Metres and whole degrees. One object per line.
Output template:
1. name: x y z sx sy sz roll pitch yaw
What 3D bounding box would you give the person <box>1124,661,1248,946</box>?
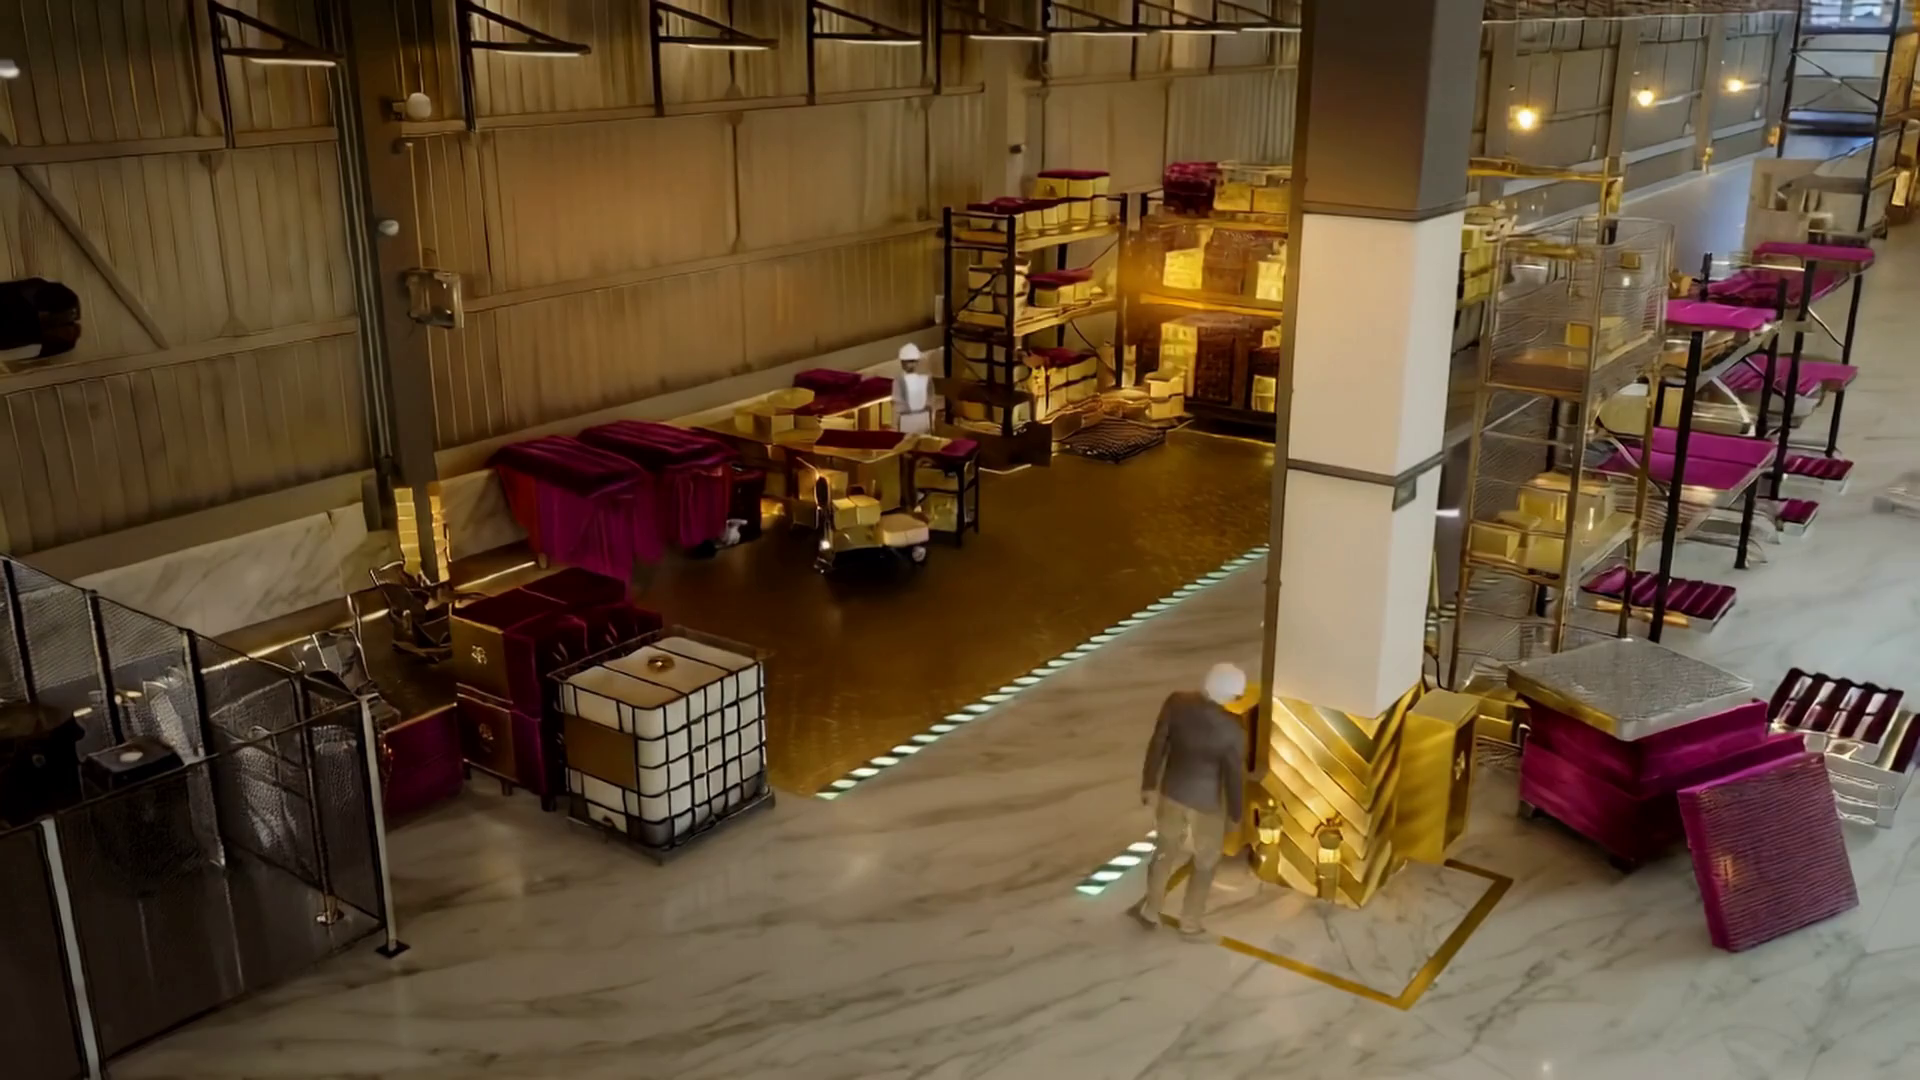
1. person: 1.398 1.609 10.271 0.797 1.896 0.417 15 24 39

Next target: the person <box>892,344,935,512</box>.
1. person: -0.551 -1.285 19.056 0.547 1.930 0.382 -10 21 -29

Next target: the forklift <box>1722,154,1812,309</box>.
1. forklift: 15.464 -5.892 31.651 1.129 2.768 1.873 13 22 34
